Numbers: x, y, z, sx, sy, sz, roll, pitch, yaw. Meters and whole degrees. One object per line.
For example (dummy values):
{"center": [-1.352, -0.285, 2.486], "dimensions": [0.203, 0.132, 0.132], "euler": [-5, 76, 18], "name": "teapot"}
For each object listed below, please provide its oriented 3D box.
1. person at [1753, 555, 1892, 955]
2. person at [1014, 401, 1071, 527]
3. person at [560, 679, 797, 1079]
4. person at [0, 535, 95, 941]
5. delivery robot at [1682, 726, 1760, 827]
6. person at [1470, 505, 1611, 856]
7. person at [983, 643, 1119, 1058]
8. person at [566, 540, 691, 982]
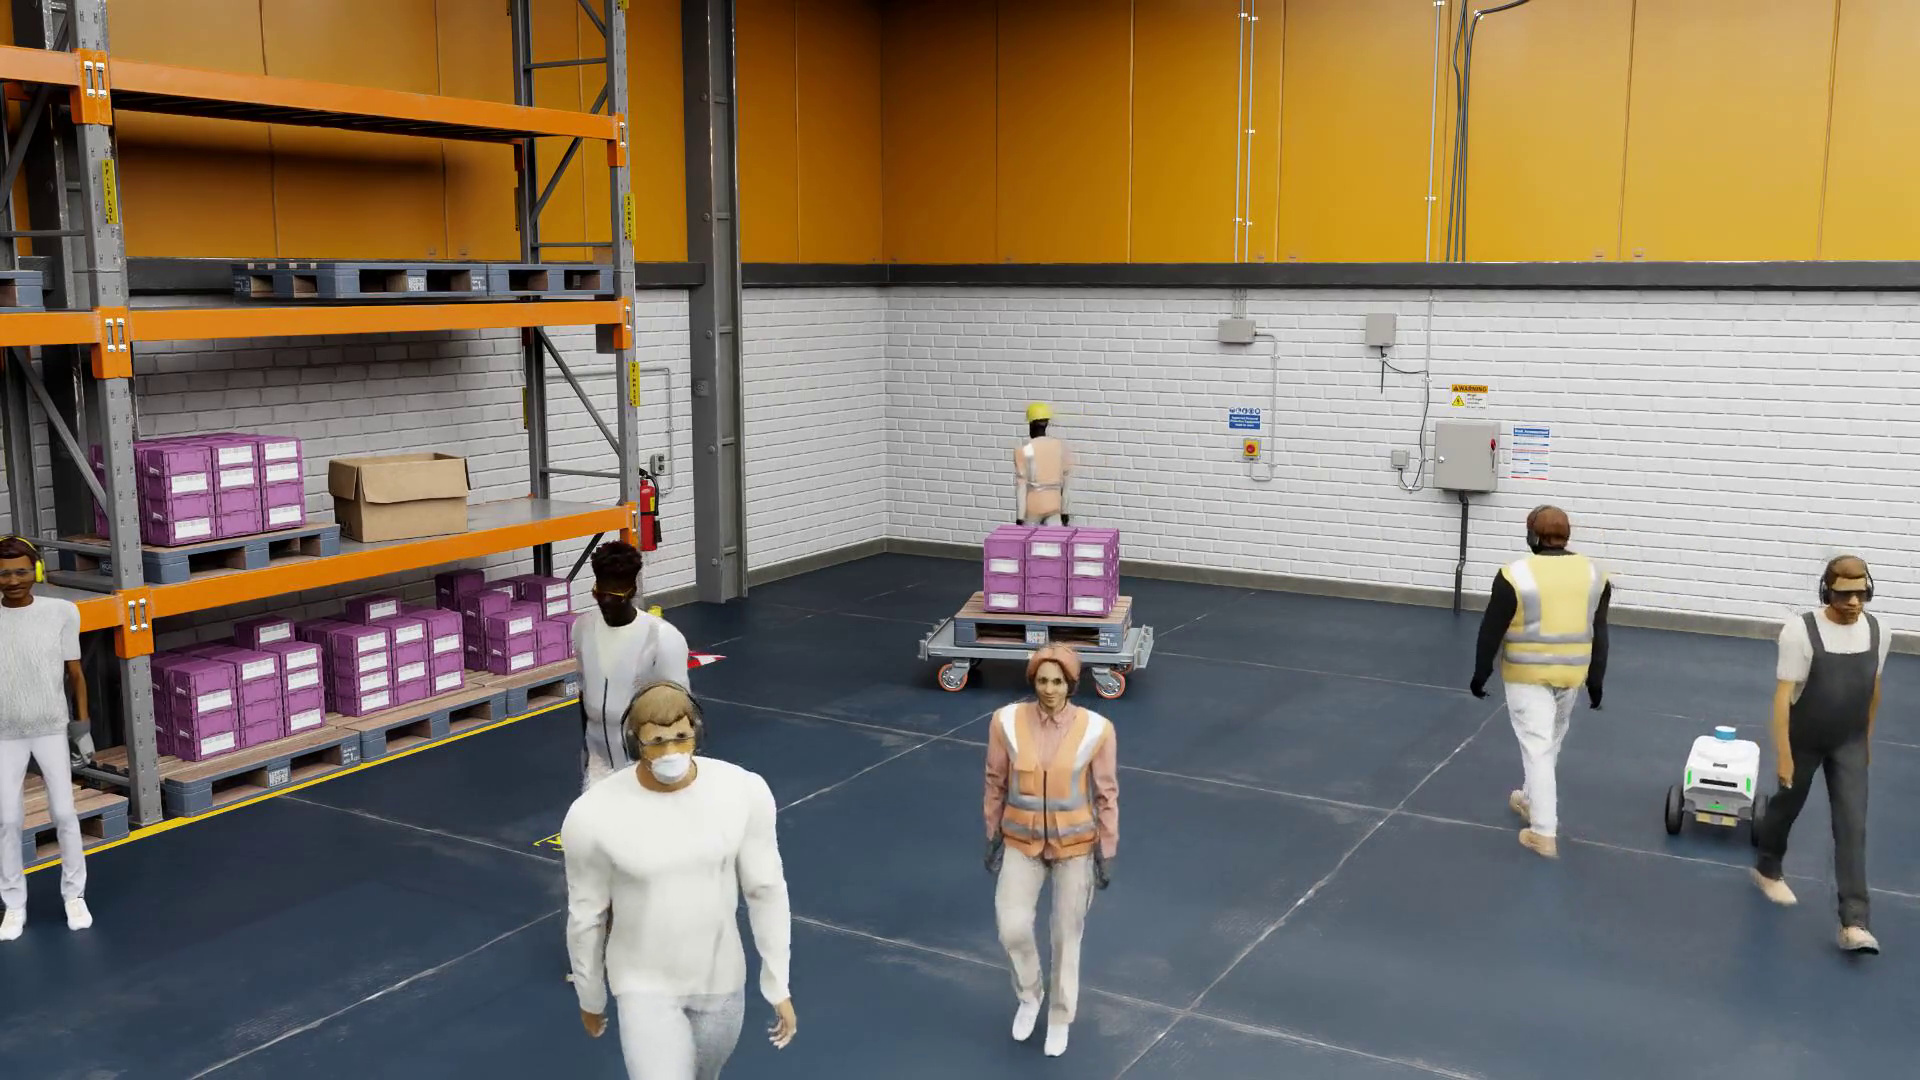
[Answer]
{"center": [3.964, 0.930, 7.621], "dimensions": [0.534, 1.778, 1.038], "euler": [1, 9, 3], "name": "person"}
{"center": [0.762, -0.292, 14.897], "dimensions": [0.596, 1.904, 0.812], "euler": [-5, 11, -30], "name": "person"}
{"center": [-0.861, 1.305, 4.985], "dimensions": [0.633, 1.890, 1.055], "euler": [-4, 10, -25], "name": "person"}
{"center": [-4.256, 0.894, 7.611], "dimensions": [0.514, 1.862, 0.325], "euler": [-5, 10, -27], "name": "person"}
{"center": [4.161, 1.262, 9.076], "dimensions": [0.477, 0.478, 0.707], "euler": [5, 10, 27], "name": "delivery robot"}
{"center": [3.059, 0.706, 8.914], "dimensions": [0.651, 1.805, 0.863], "euler": [-1, 9, -9], "name": "person"}
{"center": [0.346, 1.197, 6.414], "dimensions": [0.543, 1.623, 0.373], "euler": [2, 9, 11], "name": "person"}
{"center": [-1.439, 0.912, 7.392], "dimensions": [0.674, 1.908, 0.987], "euler": [4, 10, 21], "name": "person"}
